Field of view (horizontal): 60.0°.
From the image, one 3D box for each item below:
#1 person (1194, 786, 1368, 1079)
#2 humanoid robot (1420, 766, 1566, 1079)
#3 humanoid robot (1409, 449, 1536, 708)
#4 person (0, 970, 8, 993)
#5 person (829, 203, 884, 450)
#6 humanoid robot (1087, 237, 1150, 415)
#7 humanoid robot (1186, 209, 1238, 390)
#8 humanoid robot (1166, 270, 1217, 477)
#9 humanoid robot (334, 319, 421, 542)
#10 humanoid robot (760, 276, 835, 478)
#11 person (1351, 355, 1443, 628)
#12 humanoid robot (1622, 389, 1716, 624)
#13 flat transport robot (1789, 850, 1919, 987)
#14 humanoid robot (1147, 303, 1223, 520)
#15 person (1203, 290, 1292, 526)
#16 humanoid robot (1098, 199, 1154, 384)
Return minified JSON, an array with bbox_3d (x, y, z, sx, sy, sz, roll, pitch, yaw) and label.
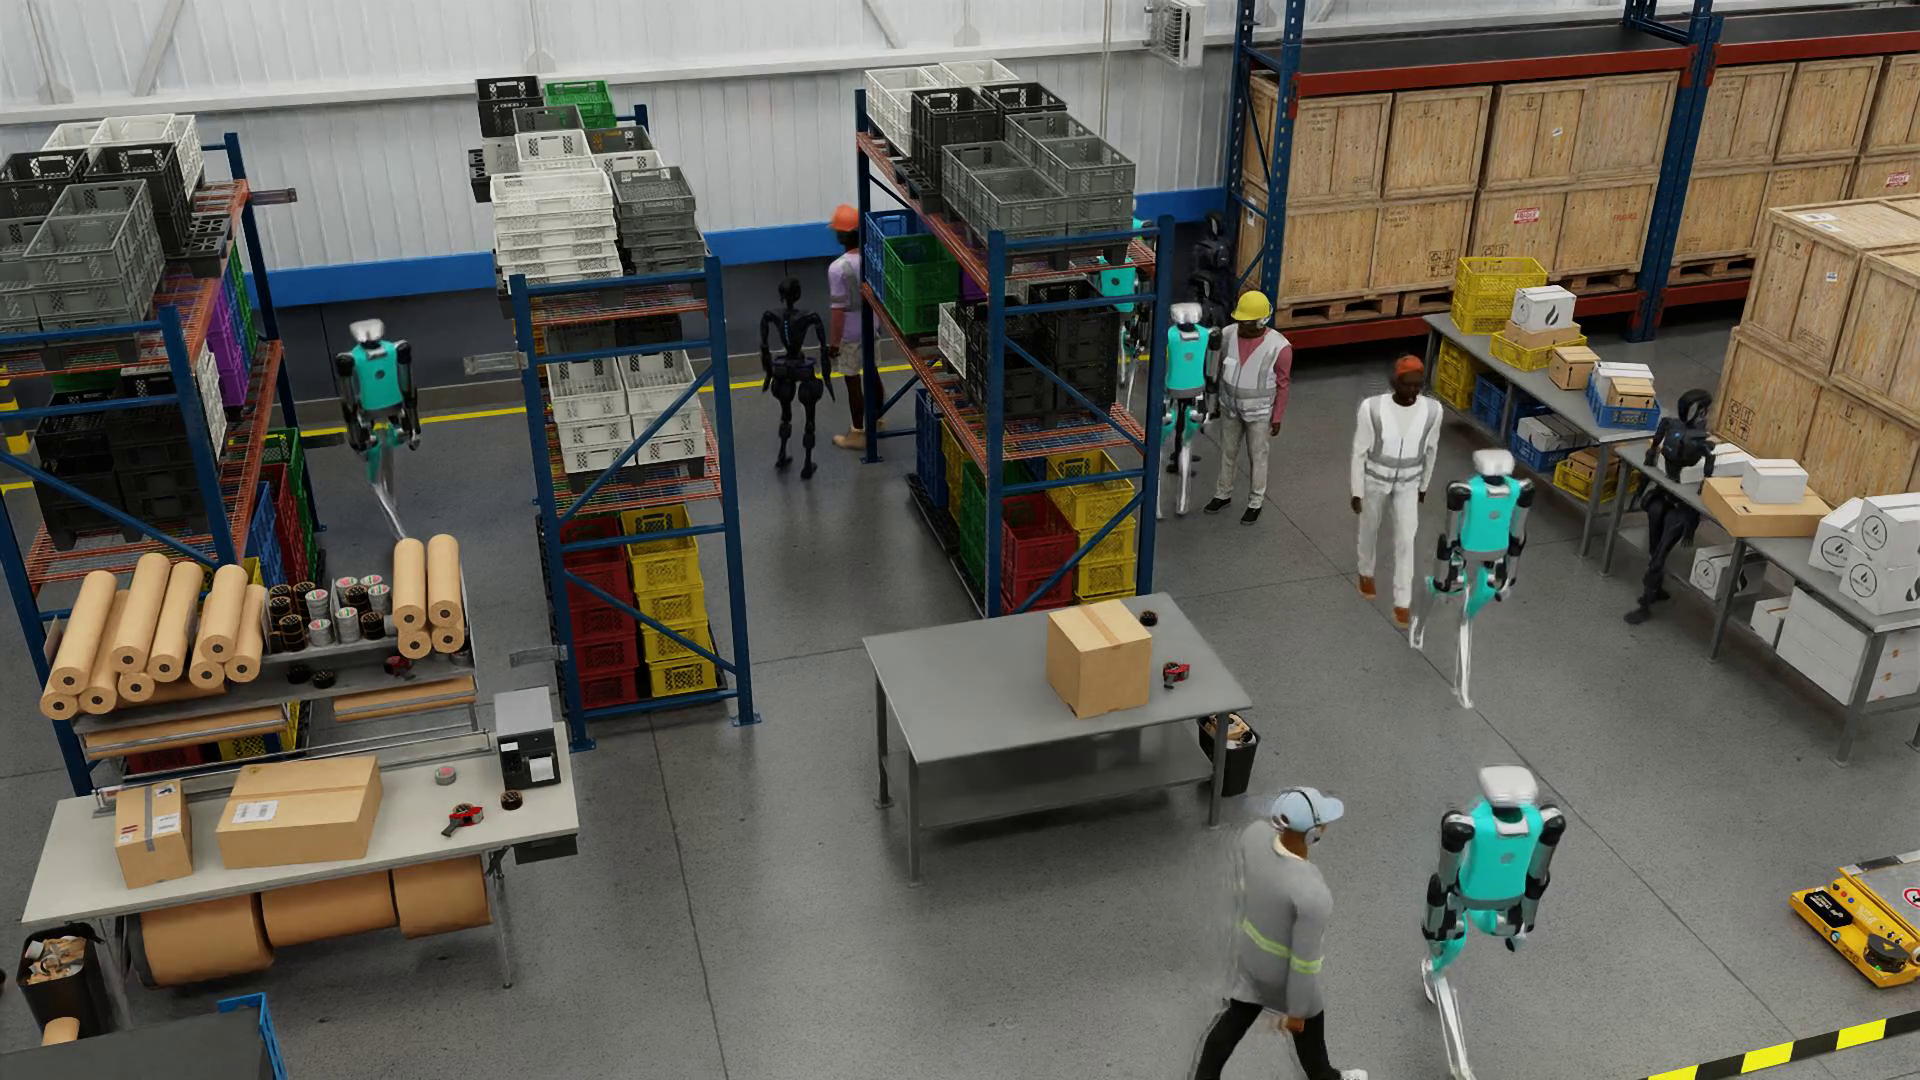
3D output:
[{"bbox_3d":[1.425,1.806,7.281,0.883,1.807,0.609,-13,31,-22],"label":"person"},{"bbox_3d":[2.327,1.645,7.698,0.540,1.752,1.047,-2,29,-4],"label":"humanoid robot"},{"bbox_3d":[3.140,0.093,10.496,0.553,1.765,0.960,-2,29,-4],"label":"humanoid robot"},{"bbox_3d":[-4.924,1.435,7.810,0.601,1.943,0.454,-4,29,-8],"label":"person"},{"bbox_3d":[-0.852,-1.722,13.455,0.387,2.041,0.612,20,34,32],"label":"person"},{"bbox_3d":[1.348,-1.796,13.766,0.533,1.676,0.735,10,30,17],"label":"humanoid robot"},{"bbox_3d":[2.178,-2.042,14.404,0.601,1.647,0.373,-19,34,-31],"label":"humanoid robot"},{"bbox_3d":[1.843,-1.339,13.119,0.315,1.657,0.599,9,30,16],"label":"humanoid robot"},{"bbox_3d":[-4.330,-0.880,12.252,0.539,1.772,0.944,-19,34,-31],"label":"humanoid robot"},{"bbox_3d":[-1.274,-1.290,13.034,0.599,1.649,0.392,6,29,11],"label":"humanoid robot"},{"bbox_3d":[2.889,-0.326,11.104,0.571,1.850,0.889,2,29,4],"label":"person"},{"bbox_3d":[4.728,-0.246,11.148,0.568,1.643,0.589,-12,31,-21],"label":"humanoid robot"},{"bbox_3d":[5.163,1.916,8.676,1.431,0.231,0.659,-8,30,-14],"label":"flat transport robot"},{"bbox_3d":[1.598,-1.014,12.407,0.546,1.726,0.700,-4,29,-8],"label":"humanoid robot"},{"bbox_3d":[2.120,-0.984,12.328,0.599,1.829,0.404,20,34,31],"label":"person"},{"bbox_3d":[1.380,-2.186,14.596,0.542,1.790,0.686,-1,29,-2],"label":"humanoid robot"}]
